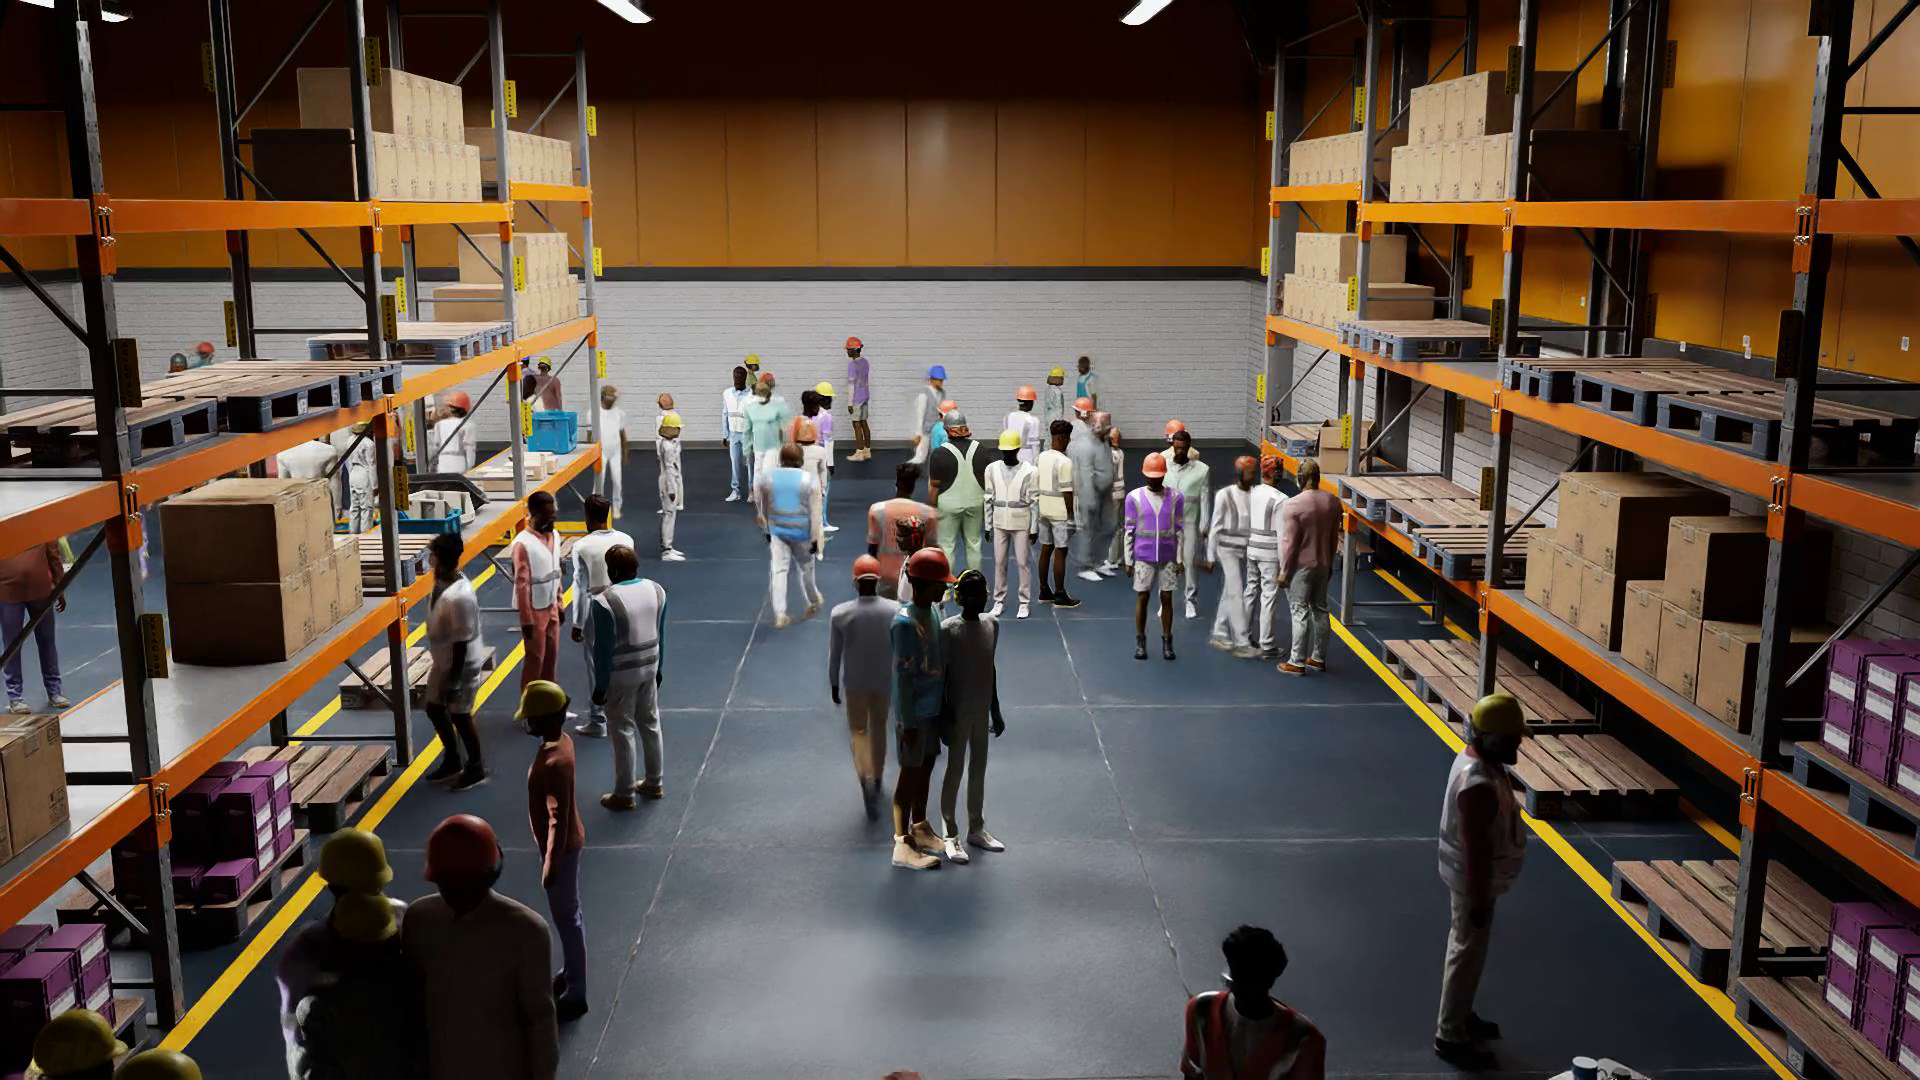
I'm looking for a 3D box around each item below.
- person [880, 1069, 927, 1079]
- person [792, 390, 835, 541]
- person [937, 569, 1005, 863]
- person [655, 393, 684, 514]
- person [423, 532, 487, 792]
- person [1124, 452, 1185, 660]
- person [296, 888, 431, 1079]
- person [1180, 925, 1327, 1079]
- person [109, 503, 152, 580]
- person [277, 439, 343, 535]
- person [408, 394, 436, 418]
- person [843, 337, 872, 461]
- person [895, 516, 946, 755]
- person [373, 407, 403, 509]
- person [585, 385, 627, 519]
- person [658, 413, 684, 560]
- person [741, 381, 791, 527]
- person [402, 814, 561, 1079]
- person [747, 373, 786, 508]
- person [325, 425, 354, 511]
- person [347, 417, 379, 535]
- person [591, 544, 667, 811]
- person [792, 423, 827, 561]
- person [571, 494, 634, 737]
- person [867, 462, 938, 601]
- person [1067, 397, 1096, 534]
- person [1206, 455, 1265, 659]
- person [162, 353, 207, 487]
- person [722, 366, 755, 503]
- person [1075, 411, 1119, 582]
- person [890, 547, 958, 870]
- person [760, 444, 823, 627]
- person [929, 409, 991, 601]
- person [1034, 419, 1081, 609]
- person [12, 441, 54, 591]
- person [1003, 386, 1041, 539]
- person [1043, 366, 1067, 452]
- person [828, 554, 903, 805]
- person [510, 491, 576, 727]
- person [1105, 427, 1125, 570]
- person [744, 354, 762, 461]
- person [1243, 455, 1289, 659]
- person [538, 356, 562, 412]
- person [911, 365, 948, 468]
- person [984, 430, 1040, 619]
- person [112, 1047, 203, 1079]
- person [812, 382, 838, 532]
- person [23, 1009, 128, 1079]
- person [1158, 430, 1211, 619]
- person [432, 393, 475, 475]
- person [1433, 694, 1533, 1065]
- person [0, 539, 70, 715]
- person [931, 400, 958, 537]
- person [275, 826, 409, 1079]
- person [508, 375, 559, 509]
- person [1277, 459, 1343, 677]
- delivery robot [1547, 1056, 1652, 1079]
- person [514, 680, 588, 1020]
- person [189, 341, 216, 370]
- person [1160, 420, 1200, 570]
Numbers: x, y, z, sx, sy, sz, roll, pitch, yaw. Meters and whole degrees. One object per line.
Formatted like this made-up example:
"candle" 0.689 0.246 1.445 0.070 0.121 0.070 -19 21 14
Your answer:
"person" -0.157 2.302 4.505 0.660 1.871 0.891 3 12 12
"person" -1.774 -0.871 20.252 0.558 1.941 0.627 -4 12 -18
"person" 0.069 1.098 10.557 0.510 1.872 0.328 -10 15 -40
"person" -3.942 -1.168 22.510 0.315 1.636 0.515 5 12 23
"person" -3.543 0.858 11.630 0.465 1.916 0.689 -9 14 -37
"person" 1.777 0.149 15.187 0.549 1.925 0.384 0 11 -1
"person" -2.120 2.070 6.033 0.493 1.737 0.329 -10 15 -42
"person" 1.019 2.136 5.825 0.537 1.691 0.323 8 14 34
"person" -9.385 -0.472 18.597 0.978 1.787 0.520 8 14 36
"person" -6.908 -0.368 17.737 0.635 1.936 0.354 -1 11 -7
"person" -8.165 -1.783 25.189 0.507 1.812 0.685 3 12 15
"person" -1.700 -2.303 27.212 0.409 2.036 0.606 4 12 21
"person" -0.292 0.717 12.565 0.392 1.836 0.561 -2 11 -10
"person" -7.279 -1.064 21.289 0.393 1.919 0.582 1 11 5
"person" -4.661 -1.132 21.844 0.561 1.835 0.617 -7 14 -33
"person" -3.393 -0.629 19.559 0.335 1.737 0.491 -3 12 -13
"person" -2.561 -1.122 21.604 0.658 1.891 0.888 5 12 23
"person" -1.757 1.936 6.074 0.619 1.986 0.410 3 12 16
"person" -2.651 -1.361 22.890 0.576 1.877 0.350 3 12 16
"person" -7.946 -1.077 21.462 0.518 1.872 0.326 -1 11 -3
"person" -7.087 -0.678 19.812 0.488 1.736 0.360 9 14 37
"person" -2.295 0.933 11.454 0.429 1.841 0.634 8 14 35
"person" -1.794 -0.552 19.425 0.497 1.633 0.283 -5 12 -24
"person" -2.782 0.587 13.033 0.398 1.909 0.600 7 14 33
"person" -0.508 0.276 14.494 0.630 1.942 0.505 0 11 1
"person" 1.542 -0.944 21.123 0.347 1.744 0.558 -3 12 -17
"person" 2.613 0.154 15.312 0.623 1.854 0.865 -8 14 -35
"person" -11.312 -1.724 24.276 0.677 2.000 0.535 -3 12 -17
"person" -3.058 -1.489 23.404 0.598 1.917 0.378 3 12 16
"person" 1.527 -0.474 18.398 0.467 1.892 0.694 7 13 32
"person" -0.219 1.044 10.418 0.407 2.035 0.607 4 12 18
"person" -1.666 -0.075 16.621 0.641 1.791 0.953 2 12 12
"person" -0.036 -0.379 17.531 0.679 2.000 0.535 -4 12 -21
"person" 1.007 -0.275 17.215 0.375 1.959 0.603 -7 13 -30
"person" -9.964 -0.306 17.861 0.525 1.769 0.313 2 11 11
"person" 0.794 -0.964 20.785 0.560 1.924 0.421 10 15 40
"person" 1.444 -1.759 25.207 0.323 1.741 0.491 -4 12 -21
"person" -0.626 0.965 11.599 0.568 1.728 0.723 -3 12 -13
"person" -3.345 0.552 13.201 0.389 1.910 0.601 3 12 15
"person" 1.733 -0.477 19.029 0.311 1.642 0.512 4 12 19
"person" -3.378 -2.146 27.082 0.327 1.769 0.525 1 11 3
"person" 2.809 0.150 15.308 0.354 1.876 0.574 -7 13 -30
"person" -6.668 -2.077 26.779 0.532 1.754 0.340 -1 11 -5
"person" -0.521 -1.583 23.937 0.797 1.910 0.628 8 14 36
"person" 0.515 -0.161 16.754 0.587 1.920 0.390 4 12 20
"person" -2.118 2.272 4.522 0.385 1.928 0.589 4 12 21
"person" -1.752 -1.057 21.251 0.412 1.918 0.586 -7 13 -31
"person" -2.649 2.257 5.090 0.480 1.734 0.320 10 15 41
"person" 2.224 -0.166 16.797 0.590 1.912 0.390 3 12 16
"person" -6.189 -0.856 20.345 0.639 1.881 0.969 2 11 11
"person" 2.524 1.622 8.063 0.403 1.820 0.591 4 12 19
"person" -7.639 0.439 13.580 0.614 1.987 0.408 -11 15 -42
"person" -0.176 -0.893 20.873 0.352 1.738 0.573 -3 12 -15
"person" -2.182 1.962 6.109 0.373 1.935 0.598 6 13 27
"person" -5.890 -1.306 22.630 0.791 1.865 0.601 -3 12 -13
"person" 3.064 0.242 14.684 0.629 1.937 0.373 -7 13 -30
"delivery robot" 2.617 2.419 7.004 0.707 0.478 0.477 -7 14 -32
"person" -2.074 1.564 8.488 0.313 1.767 0.523 -3 12 -13
"person" -12.163 -2.229 26.974 0.605 1.973 0.460 1 11 4
"person" 2.443 -0.493 18.849 0.571 1.744 0.362 -6 13 -29
